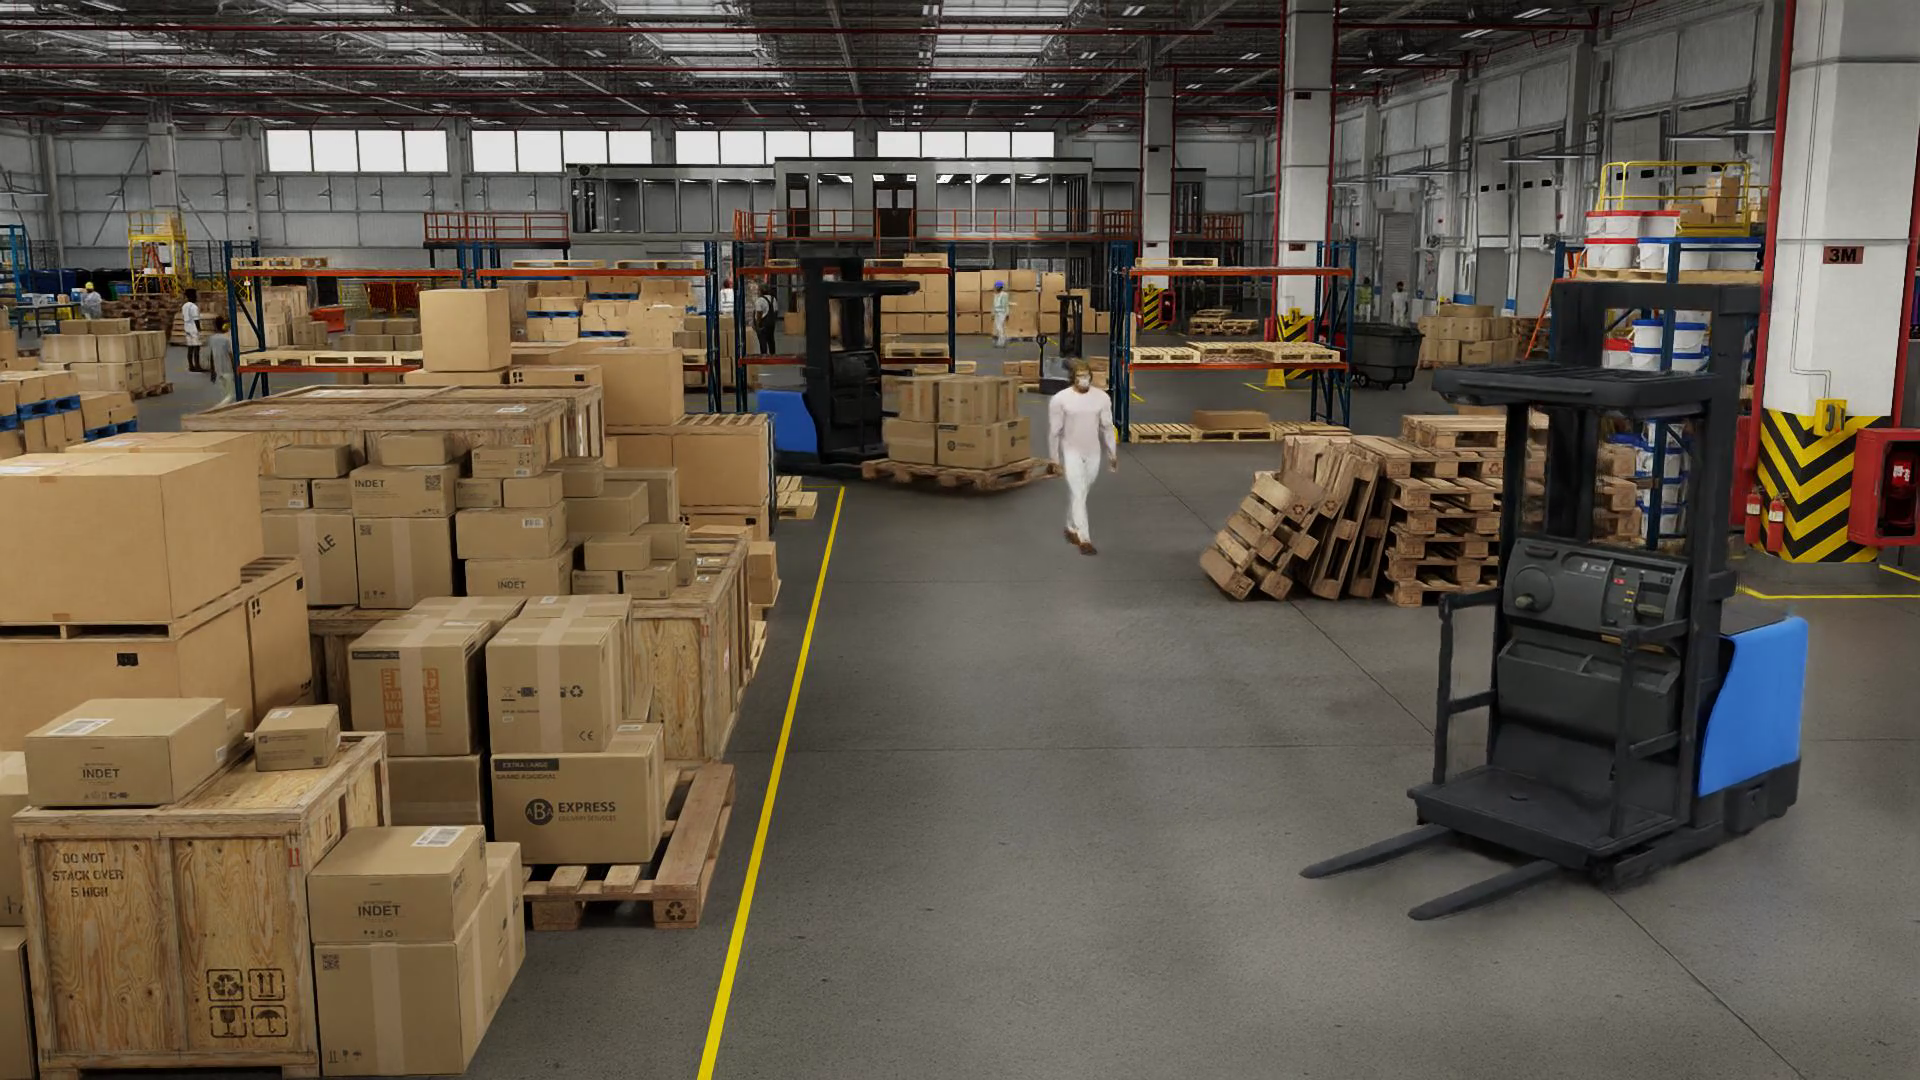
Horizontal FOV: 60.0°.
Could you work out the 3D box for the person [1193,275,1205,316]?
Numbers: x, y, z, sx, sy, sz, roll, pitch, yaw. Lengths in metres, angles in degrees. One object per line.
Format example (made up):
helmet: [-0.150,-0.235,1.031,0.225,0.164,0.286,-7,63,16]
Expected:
person: [9.271,-9.461,64.571,0.506,1.847,0.343,6,12,31]

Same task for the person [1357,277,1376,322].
person: [13.924,-8.095,56.994,0.648,1.822,0.500,2,10,10]

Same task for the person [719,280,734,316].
person: [-7.229,-7.115,51.447,0.603,1.862,0.599,-8,13,-39]

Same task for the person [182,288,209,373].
person: [-17.711,-4.825,38.434,0.656,1.966,0.438,8,13,39]

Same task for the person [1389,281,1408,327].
person: [13.153,-6.831,49.894,0.517,1.856,0.461,4,11,22]

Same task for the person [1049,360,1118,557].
person: [1.196,-0.836,16.421,0.647,1.891,1.016,-3,11,-18]

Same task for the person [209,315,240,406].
person: [-11.976,-2.712,26.971,0.603,1.850,0.506,5,11,26]

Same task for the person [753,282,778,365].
person: [-4.838,-5.326,40.993,0.536,2.000,0.688,7,12,35]

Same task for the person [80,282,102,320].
person: [-26.851,-7.083,51.450,0.599,1.806,0.842,-3,11,-19]

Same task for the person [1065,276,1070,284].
person: [3.732,-8.297,58.046,1.034,1.860,0.596,1,10,4]

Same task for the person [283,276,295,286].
person: [-28.016,-10.293,69.499,0.489,1.739,0.323,-9,14,-42]

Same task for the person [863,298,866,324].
person: [-2.900,-6.225,46.493,0.590,1.869,0.568,2,10,12]

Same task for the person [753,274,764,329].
person: [-6.870,-8.244,57.583,0.702,1.913,0.585,-3,11,-18]

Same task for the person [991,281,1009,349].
person: [1.102,-6.373,47.121,0.498,1.931,0.656,-7,12,-33]

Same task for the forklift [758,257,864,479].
forklift: [-1.656,-2.296,21.770,1.873,2.768,1.129,7,12,34]

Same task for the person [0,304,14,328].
person: [-33.401,-8.256,57.715,0.945,1.894,0.555,1,10,5]

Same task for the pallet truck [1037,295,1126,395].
pallet truck: [2.483,-3.881,33.060,1.885,1.965,0.823,-7,13,-36]

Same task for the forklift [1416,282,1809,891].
forklift: [3.429,0.094,8.456,1.873,2.768,1.129,-8,13,-37]
